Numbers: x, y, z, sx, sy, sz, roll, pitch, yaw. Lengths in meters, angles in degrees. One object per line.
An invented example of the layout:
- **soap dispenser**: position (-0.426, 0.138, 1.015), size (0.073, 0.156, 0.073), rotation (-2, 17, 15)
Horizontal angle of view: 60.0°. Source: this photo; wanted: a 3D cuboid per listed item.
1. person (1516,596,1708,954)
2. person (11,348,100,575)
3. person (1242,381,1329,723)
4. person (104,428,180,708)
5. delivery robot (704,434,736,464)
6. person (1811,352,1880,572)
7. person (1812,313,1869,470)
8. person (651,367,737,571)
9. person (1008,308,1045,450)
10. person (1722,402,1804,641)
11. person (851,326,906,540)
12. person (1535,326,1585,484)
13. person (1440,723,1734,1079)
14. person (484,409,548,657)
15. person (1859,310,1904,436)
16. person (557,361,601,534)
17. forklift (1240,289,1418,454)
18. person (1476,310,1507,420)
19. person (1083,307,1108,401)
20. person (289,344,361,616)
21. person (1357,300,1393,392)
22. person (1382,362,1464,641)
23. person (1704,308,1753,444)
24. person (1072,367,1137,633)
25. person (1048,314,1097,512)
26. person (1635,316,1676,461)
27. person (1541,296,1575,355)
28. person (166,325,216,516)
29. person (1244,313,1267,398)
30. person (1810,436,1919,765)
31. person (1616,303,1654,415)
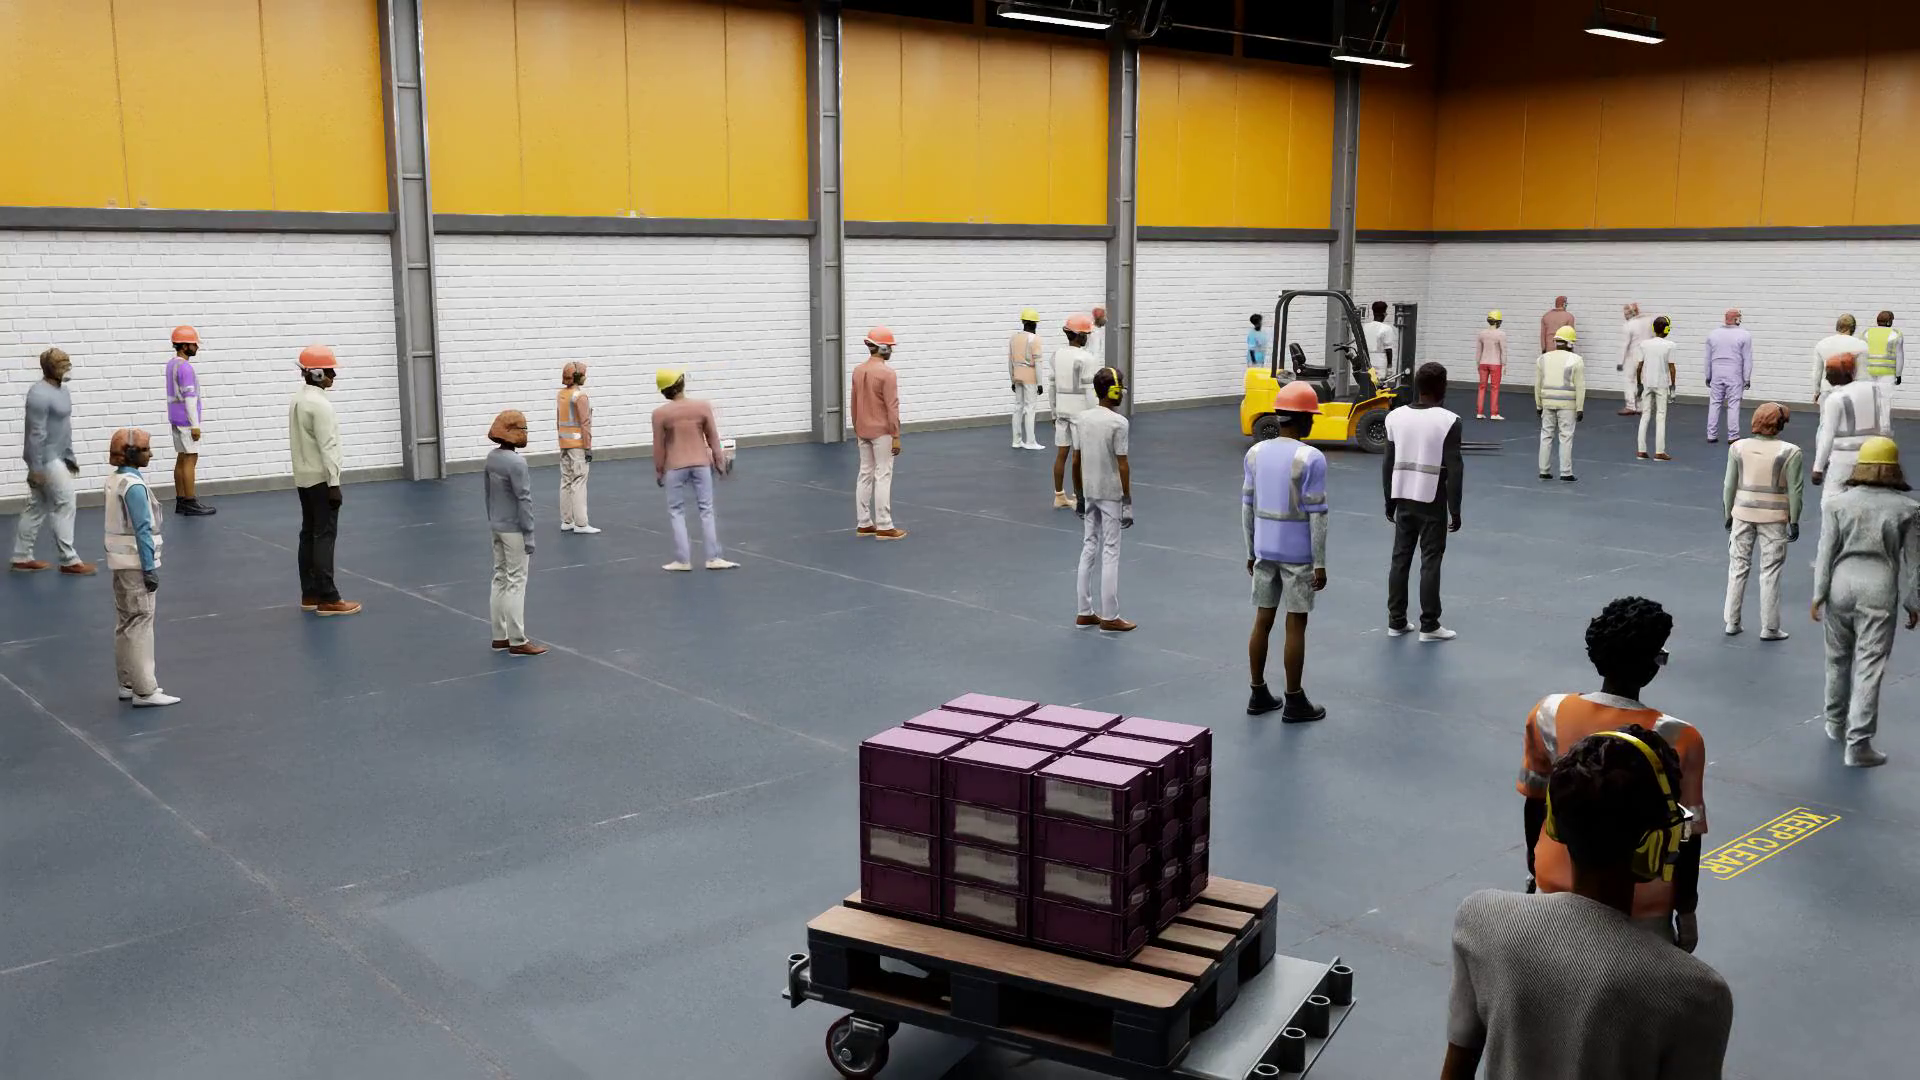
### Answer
- **person**: position (1.836, 0.996, 4.713), size (0.317, 1.695, 0.540), rotation (-8, 13, -41)
- **person**: position (-7.571, -0.633, 13.725), size (0.722, 1.902, 0.649), rotation (-3, 10, -16)
- **person**: position (1.872, 0.065, 9.467), size (0.376, 1.932, 0.551), rotation (-8, 13, -41)
- **person**: position (-4.839, 0.162, 9.771), size (0.311, 1.636, 0.523), rotation (-8, 13, -41)
- **delivery robot**: position (-3.058, -1.126, 20.203), size (0.707, 0.478, 0.477), rotation (7, 12, 36)
- **person**: position (7.452, -0.652, 13.940), size (0.664, 1.852, 0.348), rotation (-4, 11, -23)
- **person**: position (10.764, -1.796, 20.360), size (0.352, 1.936, 0.635), rotation (-8, 13, -41)
- **person**: position (-2.231, -0.595, 13.962), size (0.685, 1.726, 0.312), rotation (-3, 10, -20)
- **person**: position (0.923, -2.190, 22.703), size (0.384, 1.922, 0.594), rotation (-8, 13, -41)
- **person**: position (5.520, -0.128, 11.463), size (0.311, 1.638, 0.523), rotation (-8, 13, -41)
- **person**: position (-0.758, -1.000, 15.534), size (0.399, 1.989, 0.622), rotation (-8, 13, -41)
- **person**: position (6.997, -1.574, 19.375), size (0.403, 1.827, 0.600), rotation (-8, 13, -41)
- **person**: position (1.054, 1.228, 2.852), size (0.310, 1.868, 0.533), rotation (-8, 13, -41)
- **person**: position (-2.964, -0.050, 11.022), size (0.275, 1.631, 0.507), rotation (-8, 13, -41)
- **person**: position (13.537, -2.450, 24.467), size (0.429, 1.841, 0.633), rotation (-8, 13, -41)
- **person**: position (-3.661, -0.875, 15.840), size (0.311, 1.638, 0.523), rotation (-8, 13, -41)
- **forklift**: position (5.034, -2.339, 22.783), size (2.313, 2.155, 1.214), rotation (3, 10, 16)
- **person**: position (8.582, -2.814, 26.826), size (0.329, 1.764, 0.533), rotation (-8, 13, -41)
- **person**: position (2.040, -2.633, 25.491), size (0.446, 1.859, 0.610), rotation (0, 10, 1)
- **person**: position (-4.710, -0.444, 12.273), size (0.397, 1.992, 0.622), rotation (-8, 13, -41)
- **person**: position (6.329, -2.658, 25.321), size (0.364, 1.962, 0.613), rotation (-8, 13, -41)
- **person**: position (3.169, -0.261, 11.434), size (0.369, 1.915, 0.597), rotation (-8, 13, -41)
- **person**: position (10.823, -2.301, 23.410), size (0.402, 1.904, 0.651), rotation (-8, 13, -41)
- **person**: position (1.013, -0.283, 11.712), size (0.311, 1.864, 0.533), rotation (-8, 13, -41)
- **person**: position (1.195, -1.311, 17.209), size (0.393, 2.041, 0.614), rotation (-8, 13, -41)
- **person**: position (9.016, -1.963, 21.538), size (0.310, 1.868, 0.533), rotation (-8, 13, -41)
- **person**: position (11.050, -3.547, 30.701), size (0.402, 1.906, 0.651), rotation (-8, 13, -41)
- **person**: position (-7.864, -1.218, 16.972), size (0.375, 1.935, 0.551), rotation (-8, 13, -41)
- **person**: position (5.098, -3.063, 28.598), size (0.318, 1.661, 0.614), rotation (6, 11, 30)
- **person**: position (4.807, 0.307, 8.812), size (0.502, 1.683, 0.764), rotation (6, 12, 33)
- **person**: position (11.229, -3.005, 27.659), size (0.722, 1.872, 0.396), rotation (-4, 11, -23)
